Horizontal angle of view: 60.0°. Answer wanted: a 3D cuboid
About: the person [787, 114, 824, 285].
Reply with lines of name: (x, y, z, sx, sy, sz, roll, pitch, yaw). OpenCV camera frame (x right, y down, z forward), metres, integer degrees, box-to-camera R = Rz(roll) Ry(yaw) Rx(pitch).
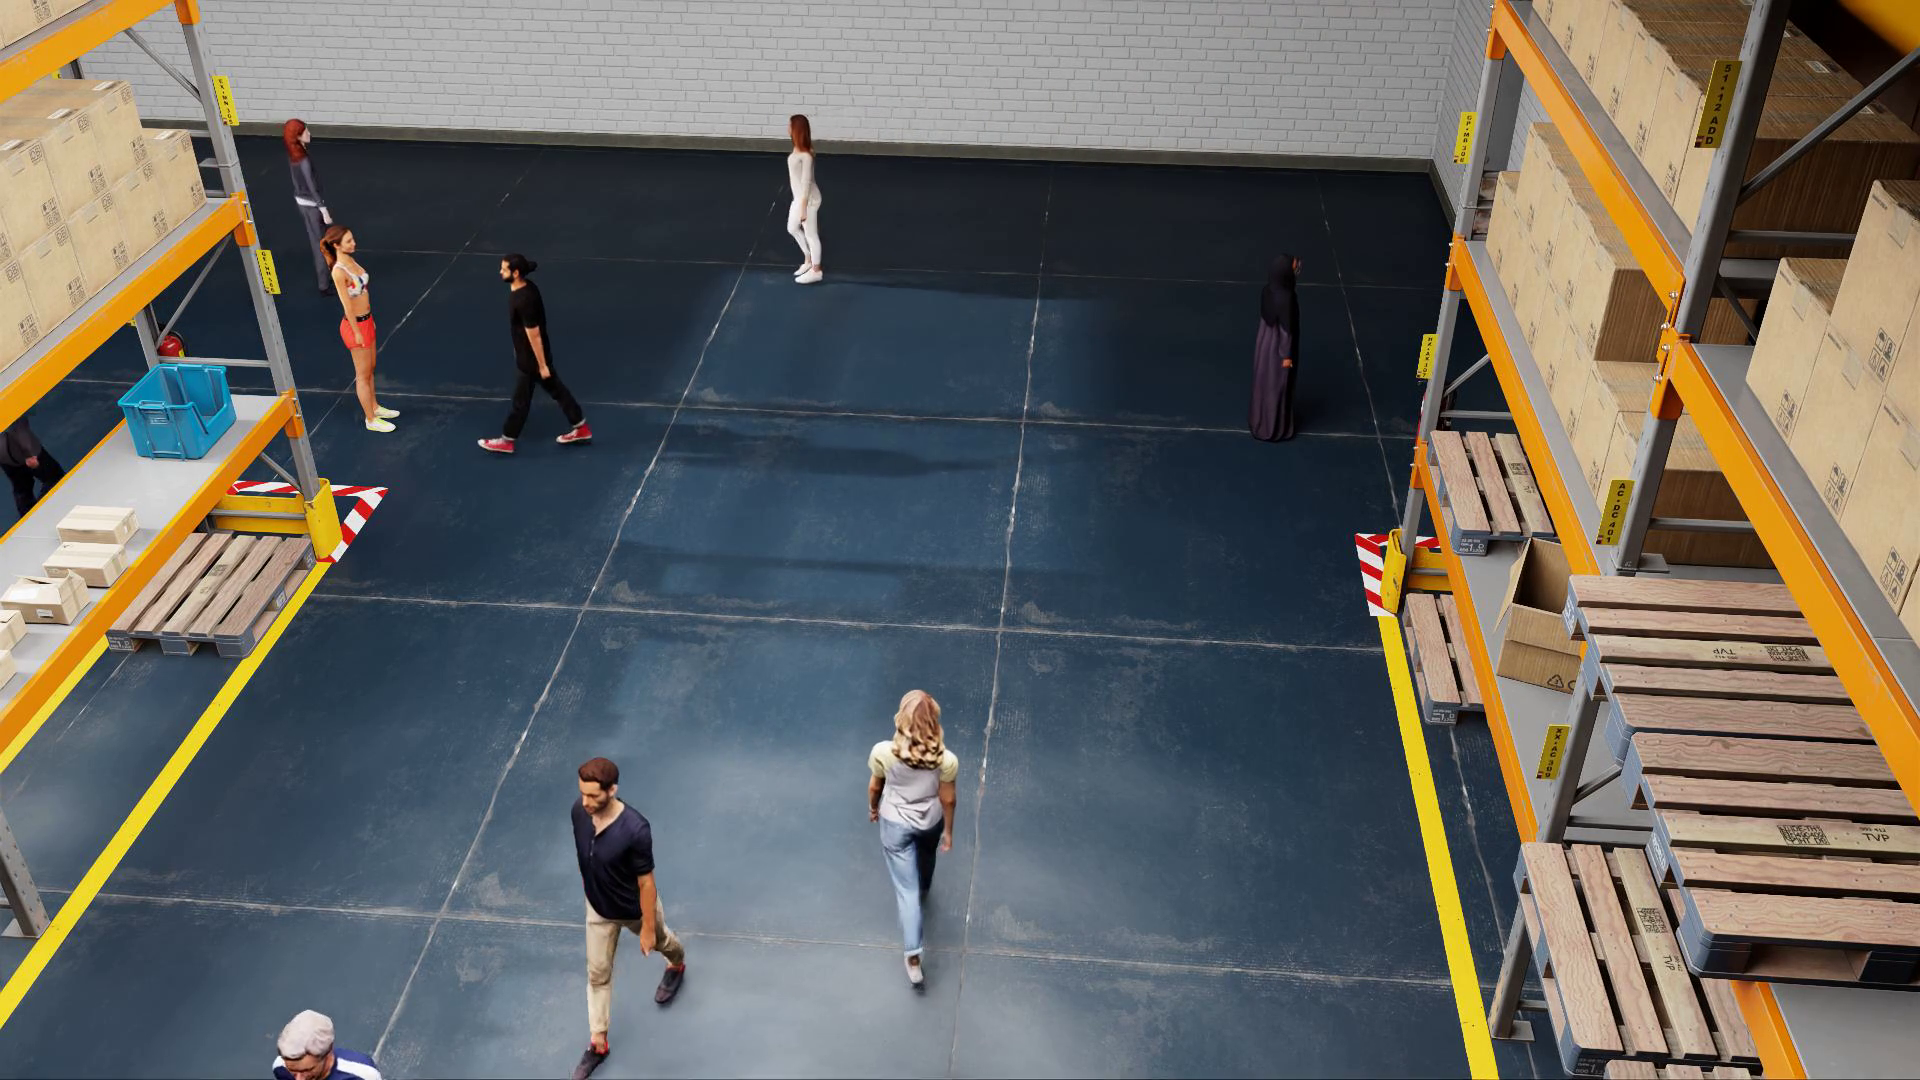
person: (-1.414, -3.311, 16.151, 0.748, 1.700, 0.615, -9, 35, -13)

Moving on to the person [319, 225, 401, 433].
person: (-4.968, -1.752, 13.722, 0.665, 1.791, 0.551, -3, 34, -4)

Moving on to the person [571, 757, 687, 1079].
person: (-1.645, 1.781, 8.393, 0.912, 1.808, 1.236, 14, 36, 20)

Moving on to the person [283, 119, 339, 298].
person: (-6.229, -3.121, 15.808, 0.763, 1.763, 0.674, -18, 37, -24)

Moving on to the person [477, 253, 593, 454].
person: (-3.345, -1.482, 13.393, 0.947, 1.707, 1.158, -7, 34, -11)

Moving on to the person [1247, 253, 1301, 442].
person: (2.598, -1.600, 13.654, 0.731, 1.614, 0.619, -7, 34, -10)

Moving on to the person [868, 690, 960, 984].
person: (-0.255, 1.579, 8.810, 0.742, 1.682, 1.168, -1, 34, -2)

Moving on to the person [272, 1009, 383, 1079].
person: (-2.573, 2.585, 7.177, 0.705, 1.815, 0.753, 6, 34, 10)
